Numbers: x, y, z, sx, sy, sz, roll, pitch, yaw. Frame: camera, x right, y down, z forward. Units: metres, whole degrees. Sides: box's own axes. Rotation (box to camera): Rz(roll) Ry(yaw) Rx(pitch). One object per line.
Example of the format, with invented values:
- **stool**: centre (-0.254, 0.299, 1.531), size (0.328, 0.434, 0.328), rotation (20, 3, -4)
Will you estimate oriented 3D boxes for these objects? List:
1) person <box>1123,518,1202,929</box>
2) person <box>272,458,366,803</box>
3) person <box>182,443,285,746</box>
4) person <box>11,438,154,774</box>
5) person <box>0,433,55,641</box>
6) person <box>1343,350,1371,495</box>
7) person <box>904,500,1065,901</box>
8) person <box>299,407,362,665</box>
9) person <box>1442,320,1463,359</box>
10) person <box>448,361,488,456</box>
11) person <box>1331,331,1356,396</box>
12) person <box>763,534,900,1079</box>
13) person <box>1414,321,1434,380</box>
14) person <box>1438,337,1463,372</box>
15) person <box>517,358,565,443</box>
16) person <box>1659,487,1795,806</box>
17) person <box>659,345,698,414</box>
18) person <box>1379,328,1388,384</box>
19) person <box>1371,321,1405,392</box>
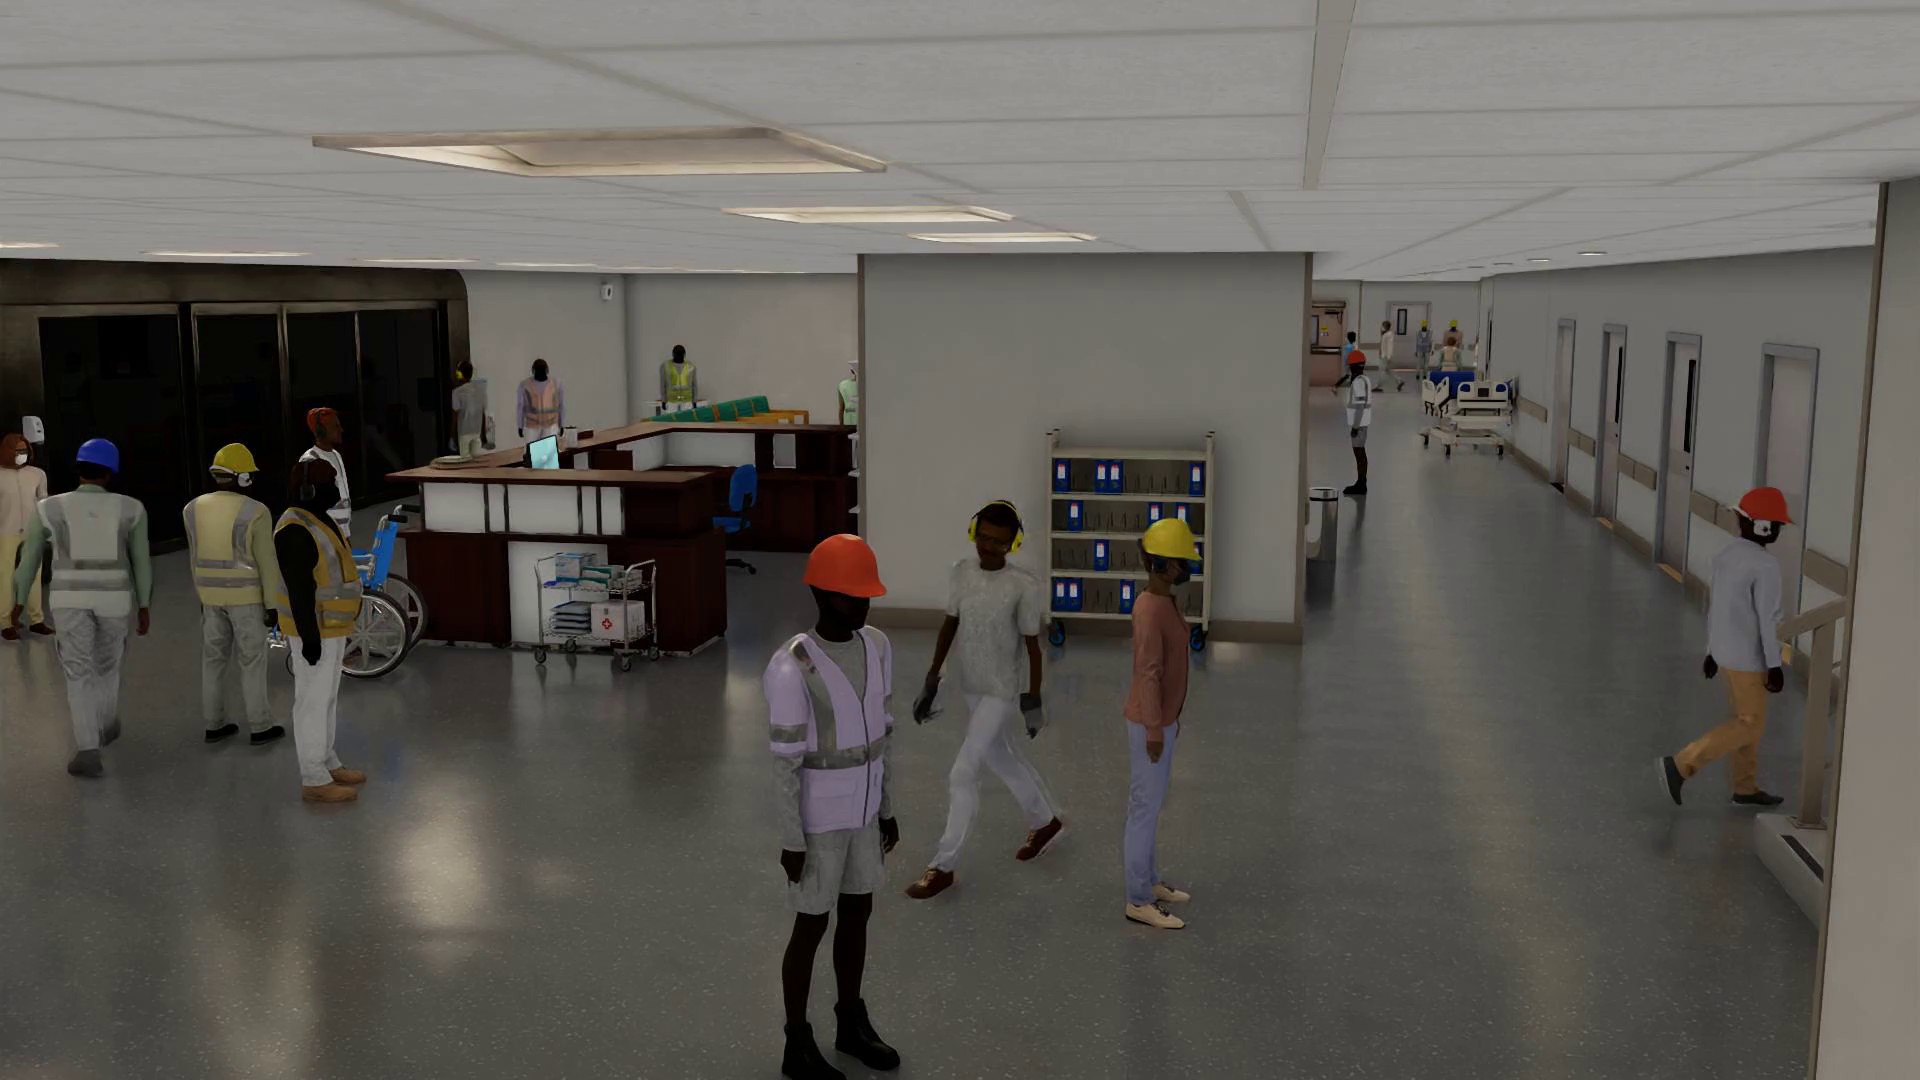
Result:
- **person**: centre (0.875, 0.779, 7.229), size (0.316, 1.767, 0.522), rotation (2, 9, 14)
- **person**: centre (-3.440, 0.478, 8.975), size (0.429, 1.845, 0.621), rotation (-1, 9, -9)
- **person**: centre (-4.360, 0.331, 10.038), size (0.584, 1.823, 0.404), rotation (2, 9, 13)
- **person**: centre (-5.056, 0.367, 9.616), size (0.720, 1.879, 0.986), rotation (-6, 10, -34)
- **person**: centre (-7.387, -0.030, 13.068), size (0.285, 1.627, 0.504), rotation (6, 10, 34)
- **person**: centre (5.305, -1.570, 22.270), size (0.377, 1.928, 0.551), rotation (3, 9, 21)
- **person**: centre (0.165, 0.692, 7.676), size (0.995, 1.809, 0.546), rotation (-7, 11, -39)
- **person**: centre (-4.623, -0.031, 12.203), size (0.356, 1.884, 0.574), rotation (-1, 9, -4)
- **person**: centre (14.705, -5.656, 49.700), size (0.582, 1.850, 1.021), rotation (3, 9, 21)
- **person**: centre (-6.162, -1.319, 20.842), size (0.447, 1.850, 0.567), rotation (6, 10, 33)
- **person**: centre (9.945, -4.514, 42.658), size (0.764, 1.671, 0.532), rotation (2, 9, 12)
- **person**: centre (-0.408, 0.930, 5.705), size (0.389, 1.929, 0.539), rotation (7, 11, 38)
- **person**: centre (14.073, -5.751, 50.446), size (0.596, 1.785, 0.907), rotation (3, 9, 18)
- **person**: centre (11.753, -4.050, 39.760), size (0.551, 1.605, 0.761), rotation (6, 10, 35)
- **person**: centre (-5.790, -1.614, 22.991), size (0.639, 1.810, 0.920), rotation (-2, 9, -14)
- **person**: centre (4.025, 0.577, 8.681), size (0.654, 1.726, 0.565), rotation (1, 9, 4)
- **person**: centre (-4.635, -2.300, 27.437), size (0.626, 1.841, 0.429), rotation (-3, 9, -17)
- **person**: centre (12.304, -5.335, 48.212), size (0.307, 1.639, 0.525), rotation (3, 9, 17)
- **person**: centre (11.458, -4.903, 44.430), size (0.856, 1.918, 0.634), rotation (1, 9, 9)
